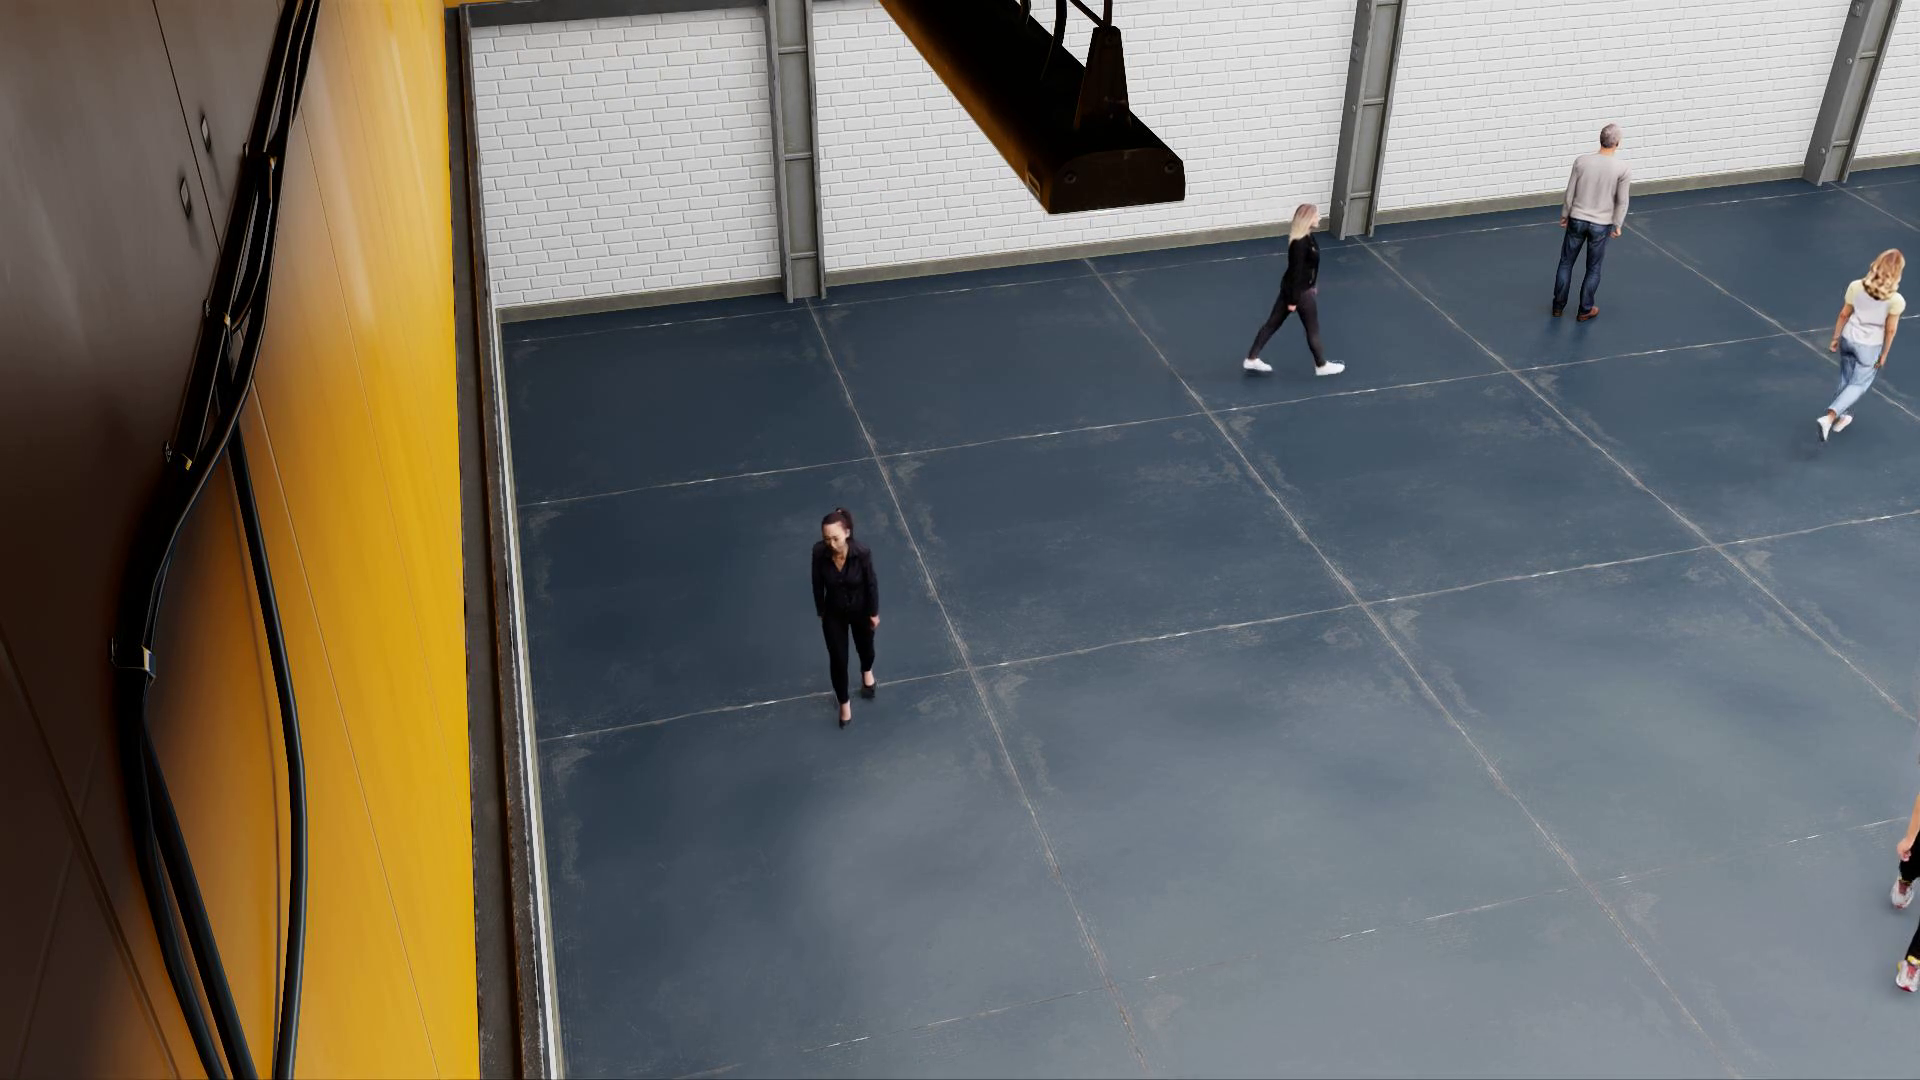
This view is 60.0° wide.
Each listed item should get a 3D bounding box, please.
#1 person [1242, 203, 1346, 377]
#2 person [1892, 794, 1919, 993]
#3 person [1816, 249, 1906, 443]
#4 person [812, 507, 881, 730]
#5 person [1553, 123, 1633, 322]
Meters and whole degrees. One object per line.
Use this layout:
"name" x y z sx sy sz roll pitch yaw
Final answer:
"person" 2.894 -2.194 14.818 1.217 1.639 0.877 3 34 4
"person" 5.394 1.574 9.062 1.105 1.737 1.176 19 38 26
"person" 7.459 -1.579 13.833 1.106 1.706 0.906 -26 42 -33
"person" -0.713 0.459 10.801 0.842 1.667 0.791 0 34 0
"person" 5.994 -3.019 15.818 0.834 1.908 0.878 20 39 27
